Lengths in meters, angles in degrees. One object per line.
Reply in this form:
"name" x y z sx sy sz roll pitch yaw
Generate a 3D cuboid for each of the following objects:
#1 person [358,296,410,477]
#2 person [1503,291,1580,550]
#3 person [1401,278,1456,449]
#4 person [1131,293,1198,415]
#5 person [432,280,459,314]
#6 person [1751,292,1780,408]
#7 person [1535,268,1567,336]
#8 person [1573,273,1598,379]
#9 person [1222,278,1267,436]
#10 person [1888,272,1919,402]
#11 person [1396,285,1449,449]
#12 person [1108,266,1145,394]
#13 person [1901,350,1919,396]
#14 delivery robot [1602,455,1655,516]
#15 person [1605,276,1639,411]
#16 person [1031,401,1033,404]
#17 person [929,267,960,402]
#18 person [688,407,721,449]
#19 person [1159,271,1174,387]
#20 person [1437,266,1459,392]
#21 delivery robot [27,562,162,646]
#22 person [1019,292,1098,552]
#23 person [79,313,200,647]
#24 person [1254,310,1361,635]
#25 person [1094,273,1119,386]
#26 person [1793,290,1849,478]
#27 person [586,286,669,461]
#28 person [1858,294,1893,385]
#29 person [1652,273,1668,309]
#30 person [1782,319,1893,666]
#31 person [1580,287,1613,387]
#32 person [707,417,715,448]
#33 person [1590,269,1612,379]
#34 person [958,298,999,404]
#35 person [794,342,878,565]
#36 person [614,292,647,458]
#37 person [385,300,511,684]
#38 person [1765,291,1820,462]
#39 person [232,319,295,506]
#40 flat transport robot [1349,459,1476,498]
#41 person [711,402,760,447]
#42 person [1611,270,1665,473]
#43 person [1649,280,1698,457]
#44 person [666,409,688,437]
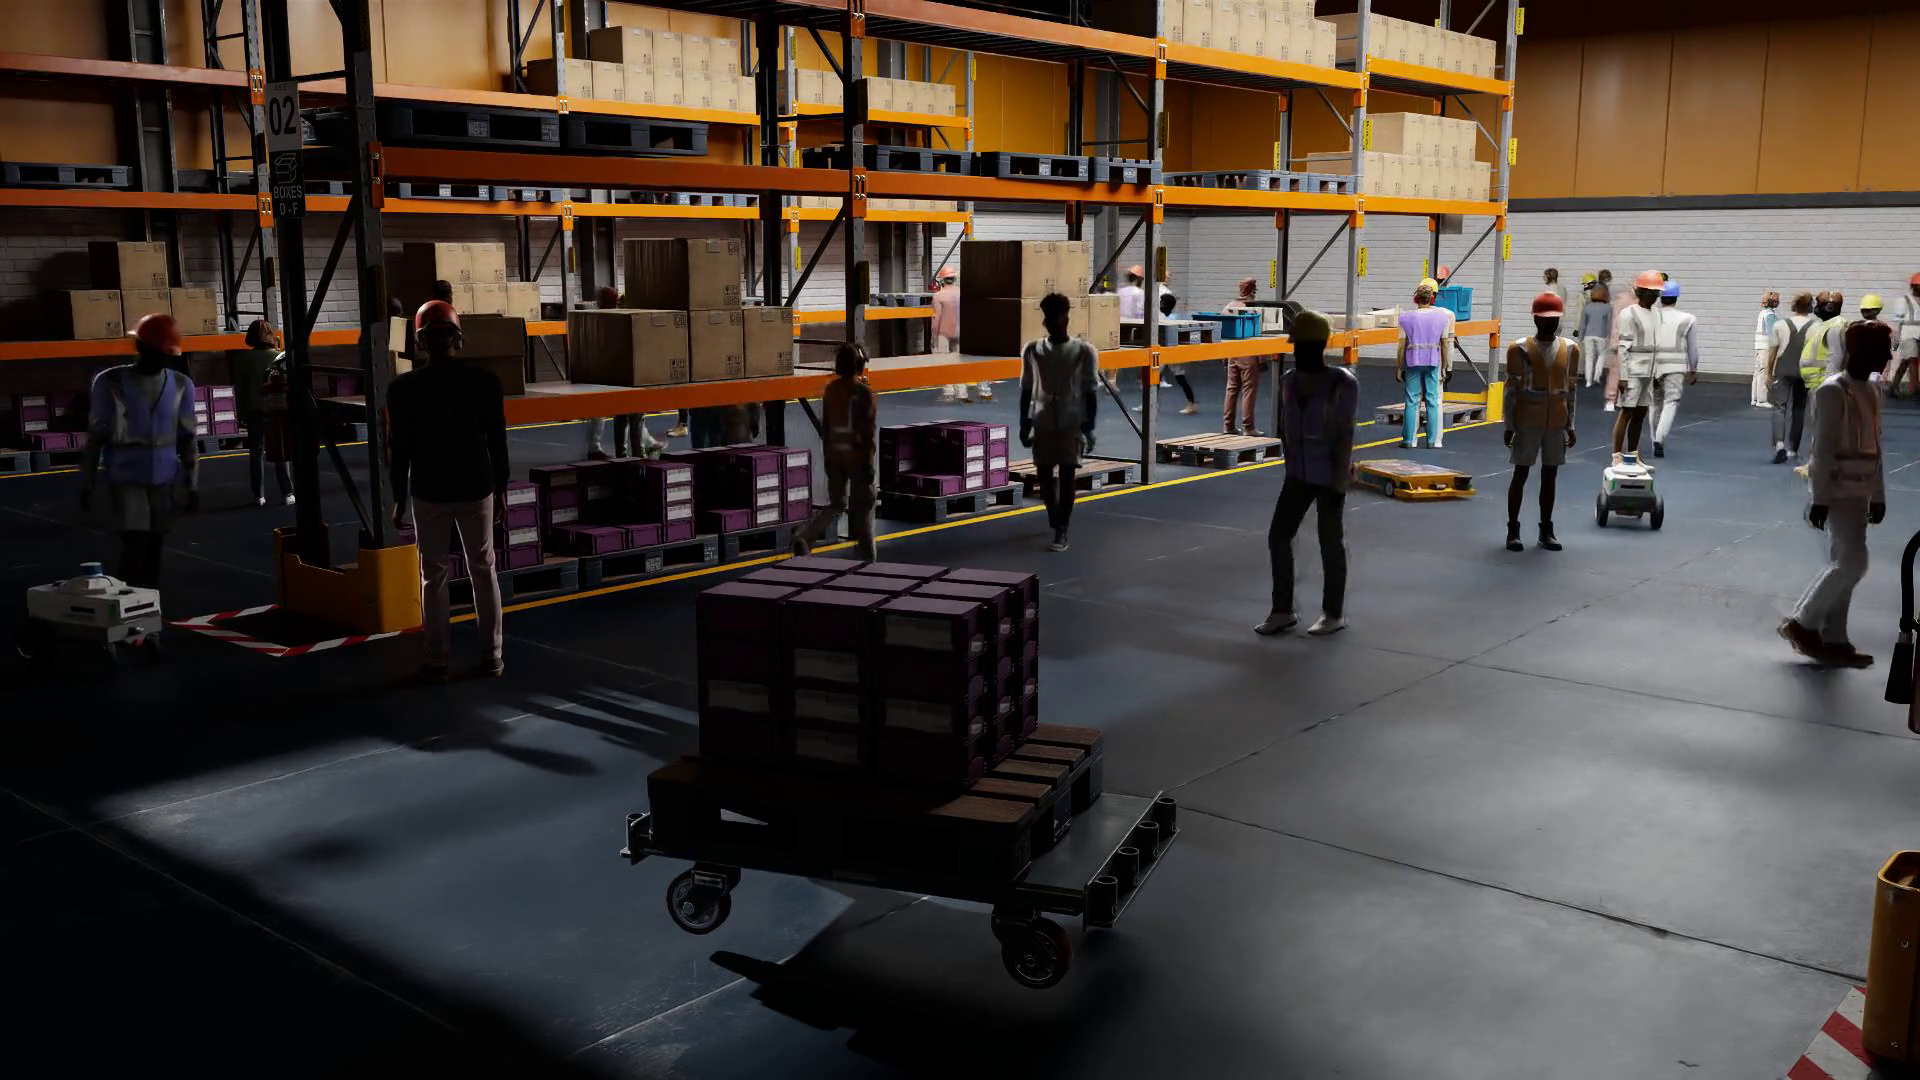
"person" -5.343 -1.404 15.763 0.635 1.814 0.851 -4 11 -21
"person" 4.332 -0.877 12.394 0.552 1.936 0.359 0 10 -1
"person" 5.266 -1.988 18.783 0.584 1.919 0.400 2 10 12
"person" 2.826 -2.507 22.511 0.893 1.646 0.541 -2 10 -9
"person" -5.497 -1.798 17.693 0.600 1.917 0.376 5 11 25
"person" 11.446 -2.698 23.610 0.309 1.641 0.514 2 10 11
"person" 9.861 -3.590 27.867 0.673 1.928 0.481 -8 13 -39
"person" 10.840 -3.691 28.728 0.587 1.828 0.404 -4 11 -22
"person" 3.442 -2.197 20.029 0.399 1.900 0.651 -8 13 -38
"person" 14.126 -2.985 24.509 0.571 1.886 0.964 -3 10 -17
"person" 5.178 -1.931 18.655 0.564 1.846 0.390 1 10 5
"person" 2.663 -3.257 25.860 1.077 1.973 0.637 -9 13 -41
"person" 14.712 -3.077 25.443 0.527 1.761 0.328 -1 10 -8
"delivery robot" 5.486 -0.454 13.652 0.477 0.478 0.707 3 10 16
"person" 9.279 -2.719 23.101 0.709 1.878 0.458 -9 13 -41
"person" 1.171 -2.794 23.863 0.316 1.742 0.492 -1 10 -5
"person" -0.179 -3.021 24.534 0.647 1.989 0.572 -8 13 -39
"person" -2.240 -1.275 15.235 0.528 1.748 0.649 6 12 30
"person" 3.255 -3.436 27.084 0.401 1.903 0.670 -7 12 -33
"person" 6.967 -2.979 24.196 0.626 1.992 0.387 -1 10 -7
"delivery robot" -4.683 0.363 9.000 0.707 0.478 0.477 4 11 24
"person" 0.761 -0.904 12.572 0.617 1.937 0.718 3 10 16
"person" -4.617 -0.330 9.408 0.507 1.890 0.636 10 14 44
"person" 2.013 -0.364 9.596 0.709 1.901 0.589 -9 13 -41
"person" 2.379 -3.446 27.300 0.725 1.851 0.518 -9 13 -42
"person" 8.480 -1.526 16.360 0.430 1.845 0.619 4 11 20
"person" -3.599 -1.768 17.737 0.854 1.843 0.603 -8 13 -38
"person" 10.511 -1.981 19.267 0.842 1.736 0.536 -6 11 -29
"person" 10.875 -3.219 25.916 0.329 1.875 0.507 -3 10 -15
"person" 4.789 -0.244 8.949 0.615 1.875 0.398 -8 13 -40
"person" 10.374 -3.305 27.120 0.525 1.617 0.408 6 11 30
"person" -2.408 -1.631 16.981 0.404 1.835 0.586 -7 12 -35
"person" 10.883 -3.707 28.649 0.666 1.894 0.695 6 12 31
"person" 0.259 -2.920 24.115 0.731 1.904 0.631 -8 13 -40
"person" -0.813 -0.537 11.391 0.520 1.623 0.651 10 14 43
"person" -3.326 -1.609 16.861 0.600 1.829 0.404 8 13 40
"person" -2.654 -0.246 8.662 0.608 1.986 0.389 -5 11 -27
"person" 8.823 -1.726 17.616 0.529 1.815 0.879 5 11 27
"person" -6.088 -1.112 14.594 0.499 1.634 0.279 -1 10 -6
"flat transport robot" 4.116 -0.584 15.470 0.652 0.197 1.431 -3 10 -15
"person" -1.845 -1.023 14.116 0.521 1.617 0.648 9 14 43
"person" 6.802 -1.667 16.595 0.611 2.040 0.392 -7 12 -33
"person" 7.686 -1.869 18.135 0.605 1.913 0.928 7 12 36
"person" -3.402 -2.078 19.909 0.322 1.699 0.536 -1 10 -8
